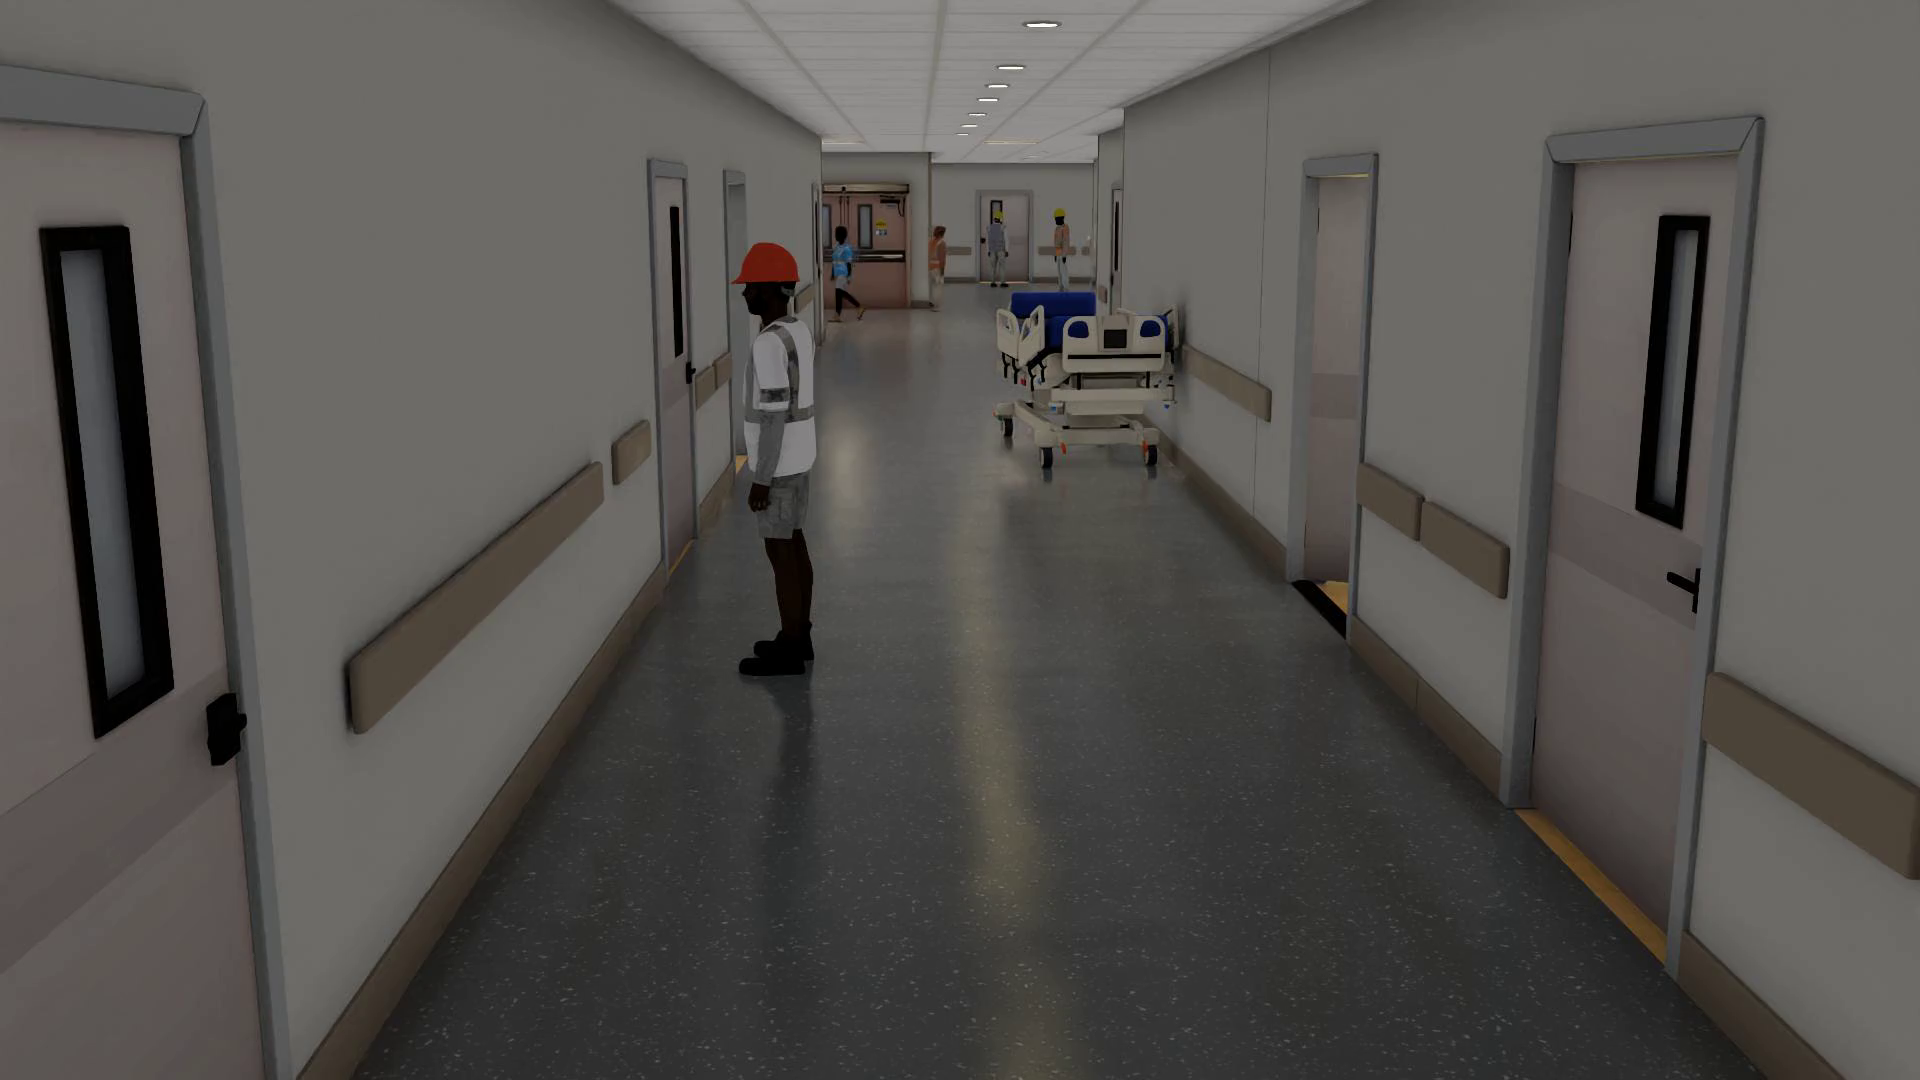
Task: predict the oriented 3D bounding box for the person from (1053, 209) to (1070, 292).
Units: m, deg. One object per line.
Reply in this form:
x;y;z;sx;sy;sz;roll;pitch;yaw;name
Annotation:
2.208;-6.295;36.480;0.394;1.919;0.582;-3;12;-13;person

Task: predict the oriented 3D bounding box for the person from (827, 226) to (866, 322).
-1.984;-4.636;28.991;0.750;1.669;0.536;-6;13;-26;person

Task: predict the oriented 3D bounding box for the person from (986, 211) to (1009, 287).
0.932;-7.053;40.368;0.588;1.834;0.403;6;13;28;person

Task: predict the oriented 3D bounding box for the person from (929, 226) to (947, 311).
-0.415;-5.177;31.753;0.433;1.619;0.537;-6;13;-28;person

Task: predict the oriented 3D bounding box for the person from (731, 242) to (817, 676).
-0.832;-0.353;7.474;0.356;1.938;0.543;2;12;8;person
